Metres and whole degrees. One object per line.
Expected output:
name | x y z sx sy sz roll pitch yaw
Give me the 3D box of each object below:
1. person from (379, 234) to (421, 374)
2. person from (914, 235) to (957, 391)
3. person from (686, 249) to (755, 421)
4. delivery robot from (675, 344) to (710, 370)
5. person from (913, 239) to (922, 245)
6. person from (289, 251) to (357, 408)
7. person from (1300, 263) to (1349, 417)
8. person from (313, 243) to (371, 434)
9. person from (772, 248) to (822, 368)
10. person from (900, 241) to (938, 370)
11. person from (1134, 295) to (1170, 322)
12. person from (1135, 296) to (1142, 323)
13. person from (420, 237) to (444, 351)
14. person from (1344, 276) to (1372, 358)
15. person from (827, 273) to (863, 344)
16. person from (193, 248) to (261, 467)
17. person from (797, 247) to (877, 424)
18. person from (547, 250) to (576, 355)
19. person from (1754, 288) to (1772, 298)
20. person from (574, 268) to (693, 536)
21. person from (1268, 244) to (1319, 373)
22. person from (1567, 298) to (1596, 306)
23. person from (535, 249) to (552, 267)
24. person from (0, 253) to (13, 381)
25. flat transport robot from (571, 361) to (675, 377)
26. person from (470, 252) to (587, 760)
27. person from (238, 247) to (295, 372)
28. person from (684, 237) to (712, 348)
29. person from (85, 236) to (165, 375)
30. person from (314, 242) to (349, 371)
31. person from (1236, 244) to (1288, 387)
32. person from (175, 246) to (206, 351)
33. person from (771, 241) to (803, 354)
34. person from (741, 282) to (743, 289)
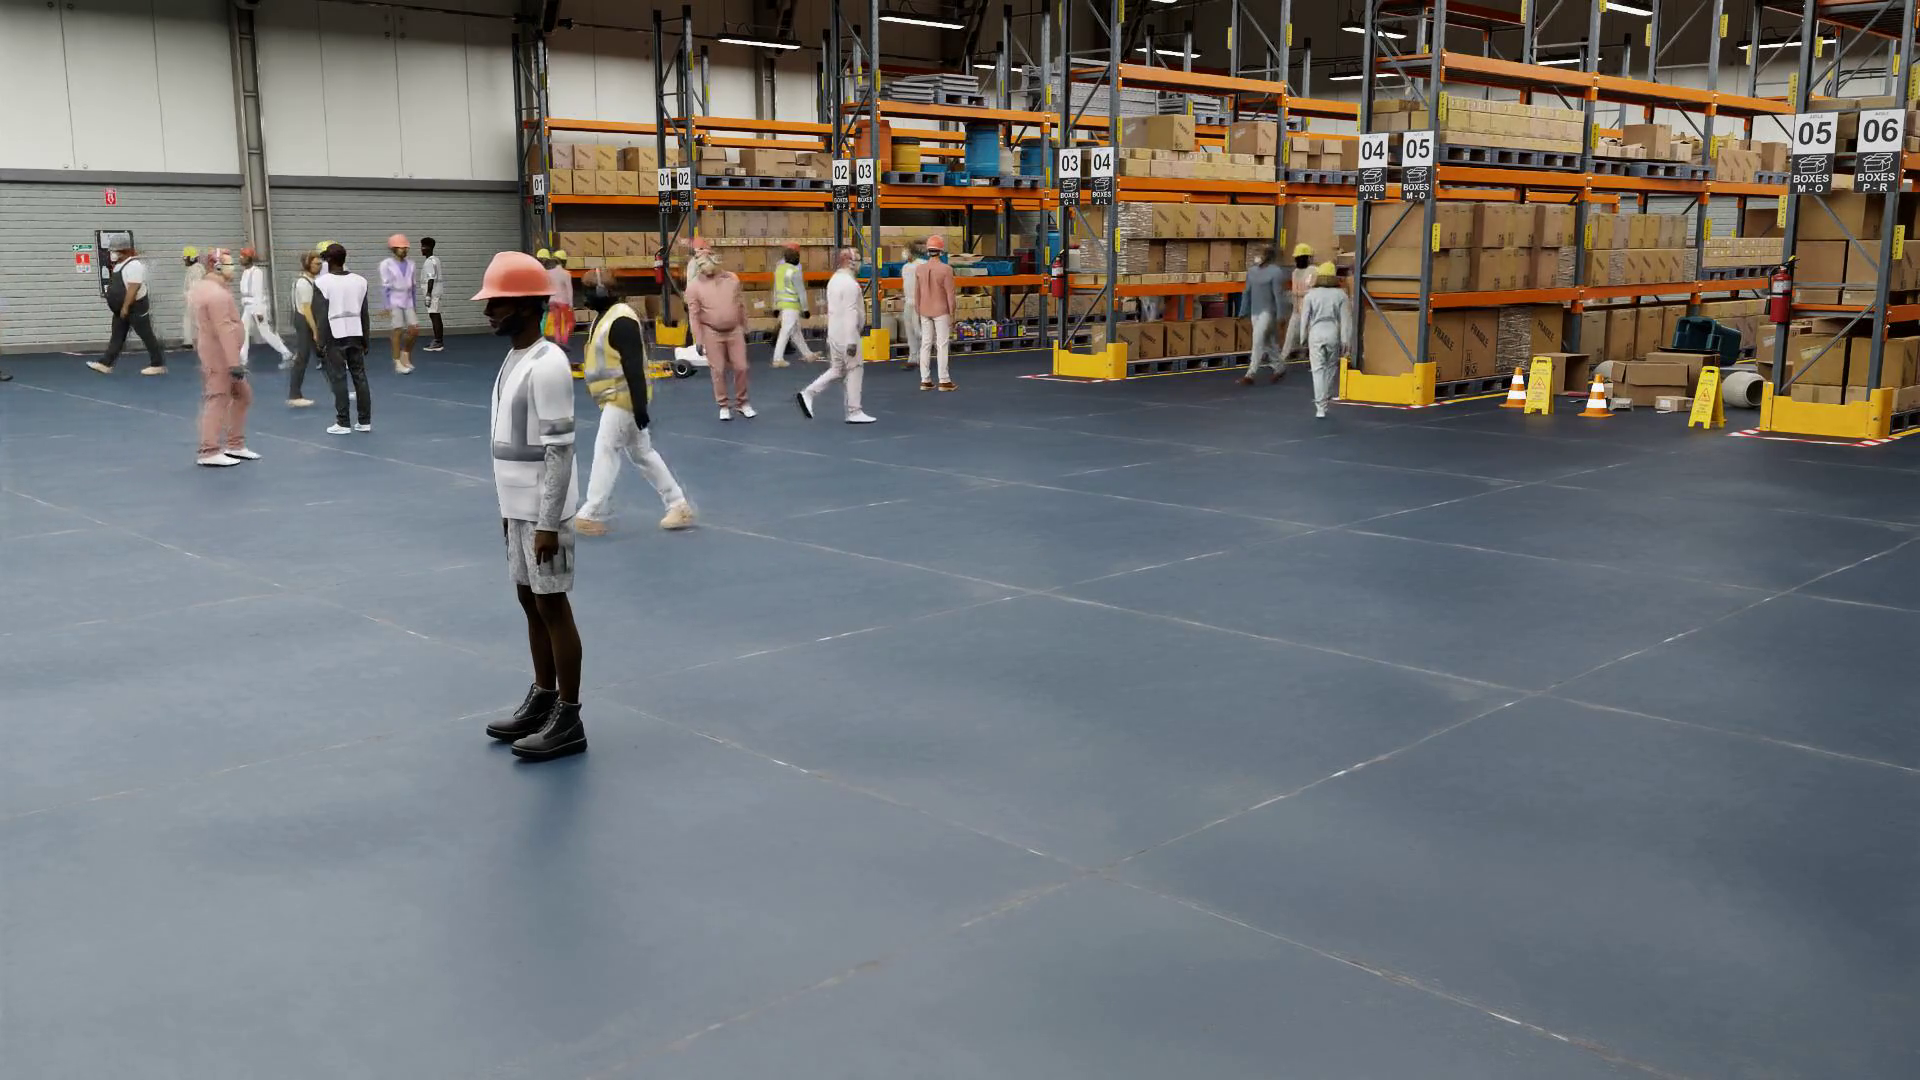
person | -8.113 -3.420 24.144 0.467 2.021 0.627 8 13 38
person | -0.311 -2.942 21.591 0.612 1.997 0.375 6 12 31
person | -2.598 -2.221 18.062 0.735 1.850 0.427 -5 11 -23
delivery robot | -3.685 -2.631 23.691 0.707 0.478 0.477 0 10 2
person | -0.920 -5.872 37.784 0.454 1.923 0.635 -7 13 -35
person | -7.496 -2.461 19.490 0.921 1.800 0.532 -1 10 -4
person | 4.044 -2.231 18.516 0.504 1.688 0.895 1 10 6
person | -6.268 -2.048 16.931 0.371 1.916 0.597 8 13 36
person | -2.505 -3.555 25.470 0.961 1.794 0.652 -7 13 -34
person | -0.595 -3.528 25.011 0.724 1.909 0.659 -7 12 -32
person | 3.186 -3.851 26.992 0.543 1.832 0.865 10 14 44
person | 3.956 -5.392 35.770 0.532 1.696 0.319 7 12 32
person | -9.238 -4.303 29.092 0.368 1.966 0.603 -1 10 -5
person | 6.321 -3.591 26.180 0.526 1.601 0.815 10 14 43
person | -2.164 -4.394 30.639 0.502 1.573 0.876 8 13 38
person | -6.389 -1.594 14.541 0.658 1.882 0.674 -6 12 -29
person | -1.316 -2.177 17.763 0.762 1.881 0.660 -4 11 -21
person | -6.714 -4.001 28.044 0.525 1.754 0.365 4 11 22
person | 15.581 -4.759 32.070 0.584 1.796 0.617 -8 13 -38
person | -2.260 -0.939 11.274 0.931 1.790 0.634 -4 11 -19
person | 4.961 -3.352 24.162 0.993 1.875 0.589 -7 12 -33
person | 9.828 -3.711 26.264 1.006 1.840 0.592 -9 14 -41
person | -7.220 -4.149 28.820 0.335 1.762 0.526 -4 11 -21
person | -13.421 -3.181 23.060 0.378 1.932 0.551 -9 14 -41
flat transport robot | -4.769 -2.442 23.690 1.431 0.197 0.652 0 10 2
person | -1.666 -0.133 6.433 0.364 1.937 0.546 -6 12 -31
person | -10.422 -3.437 24.736 0.957 1.847 0.580 -10 14 -42
person | -4.004 -3.802 26.372 0.933 1.955 0.653 1 10 6
person | -11.973 -3.344 23.781 0.697 2.000 1.042 9 14 41
person | -9.316 -3.465 24.753 0.703 1.894 0.406 0 10 1
person | 4.125 -3.036 22.411 0.997 1.900 0.637 -6 12 -29
person | -13.372 -4.179 28.870 0.737 1.808 0.597 -3 11 -17
person | -2.921 -4.153 28.444 0.575 1.907 0.530 8 13 38
person | -4.391 -5.058 33.142 0.614 1.995 1.017 10 14 42
